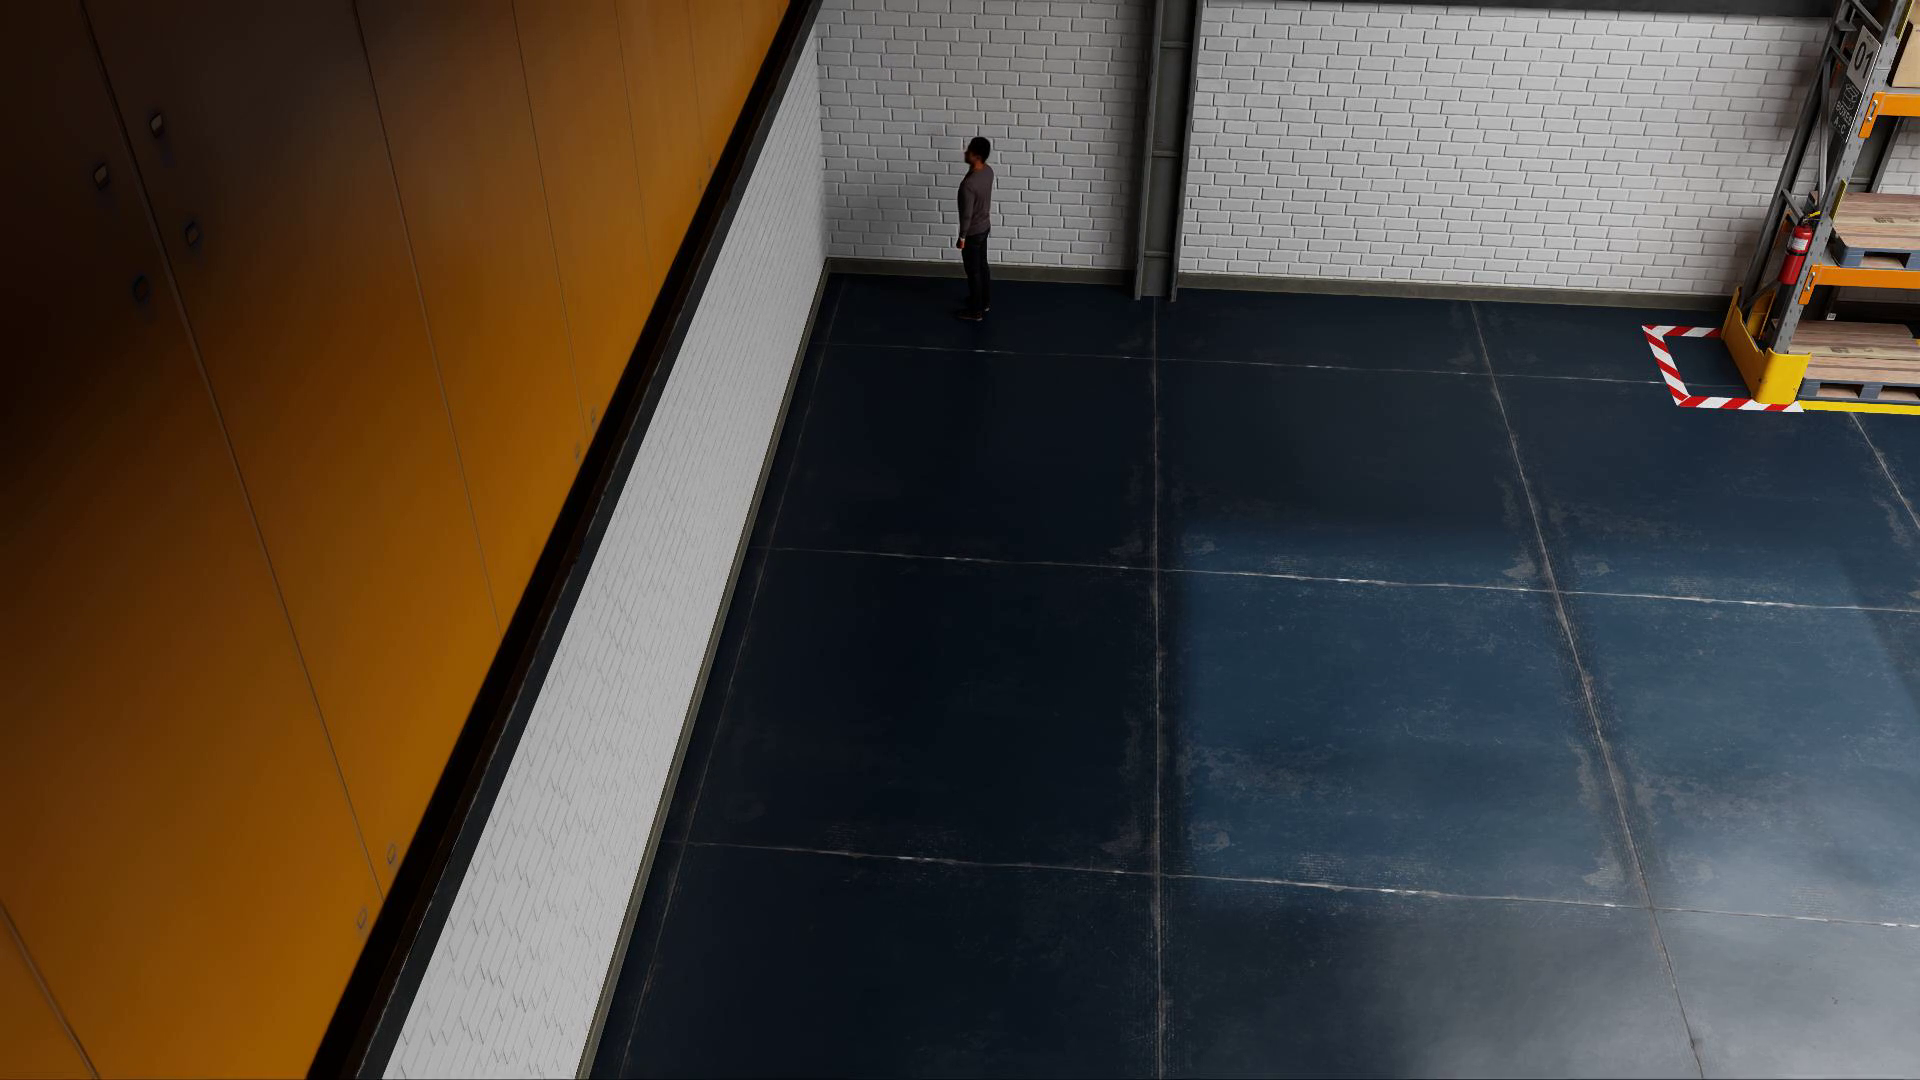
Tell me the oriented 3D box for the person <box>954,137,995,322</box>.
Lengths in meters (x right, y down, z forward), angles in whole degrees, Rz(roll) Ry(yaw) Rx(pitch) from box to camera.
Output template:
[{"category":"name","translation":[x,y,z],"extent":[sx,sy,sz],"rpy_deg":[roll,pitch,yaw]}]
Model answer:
[{"category":"person","translation":[0.139,-2.828,15.114],"extent":[0.711,1.772,0.656],"rpy_deg":[4,39,5]}]
